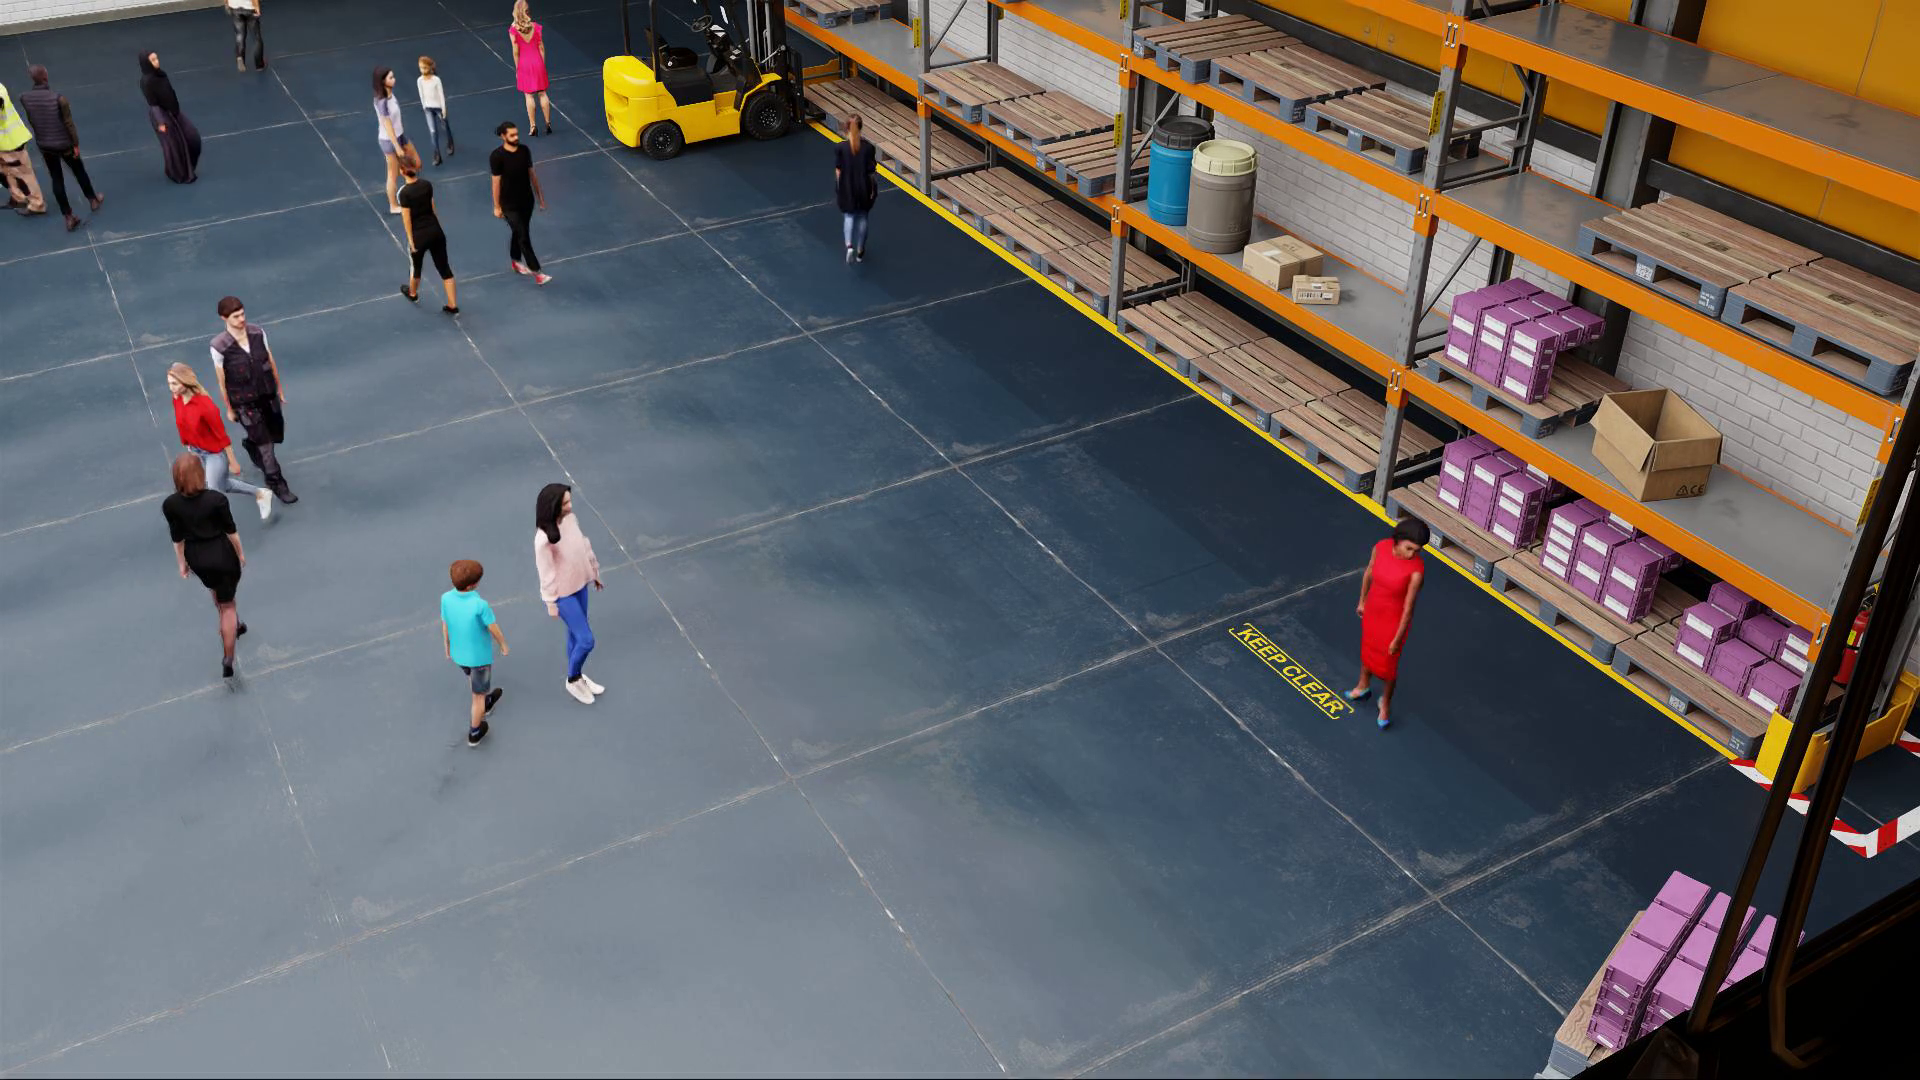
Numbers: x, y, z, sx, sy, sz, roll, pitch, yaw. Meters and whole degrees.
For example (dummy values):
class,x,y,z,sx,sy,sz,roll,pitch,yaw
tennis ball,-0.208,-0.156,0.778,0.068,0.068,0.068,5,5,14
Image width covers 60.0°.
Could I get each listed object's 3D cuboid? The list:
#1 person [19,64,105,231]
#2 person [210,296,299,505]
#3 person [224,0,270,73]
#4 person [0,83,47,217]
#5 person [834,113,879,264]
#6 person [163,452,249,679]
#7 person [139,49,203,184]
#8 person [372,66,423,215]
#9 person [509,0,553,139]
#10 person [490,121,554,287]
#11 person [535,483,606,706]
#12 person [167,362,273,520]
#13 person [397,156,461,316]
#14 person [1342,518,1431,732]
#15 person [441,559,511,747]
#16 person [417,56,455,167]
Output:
class,x,y,z,sx,sy,sz,roll,pitch,yaw
person,-10.158,-4.365,18.628,0.974,1.799,1.159,-3,34,-4
person,-5.930,-1.197,13.839,1.142,1.825,0.922,22,40,30
person,-10.040,-7.388,23.186,0.887,1.787,1.031,-1,34,-2
person,-10.761,-4.571,18.916,0.738,1.824,0.724,-16,37,-23
person,-1.112,-3.704,17.750,0.877,1.671,0.994,1,34,2
person,-5.342,0.218,11.854,0.840,1.665,1.111,-6,34,-9
person,-9.536,-5.064,19.853,0.866,1.607,0.807,7,34,11
person,-6.547,-4.548,18.973,0.779,1.721,0.709,1,34,1
person,-5.454,-6.003,21.155,0.578,1.729,0.552,-15,36,-21
person,-4.716,-3.561,17.489,1.168,1.721,0.924,23,40,31
person,-2.791,0.352,11.566,0.811,1.761,0.762,11,35,16
person,-5.883,-0.695,13.209,1.069,1.685,1.015,15,37,22
person,-5.346,-3.037,16.780,1.111,1.633,0.796,28,42,35
person,2.888,0.504,11.370,0.777,1.725,0.475,-13,36,-19
person,-3.331,0.788,11.215,0.815,1.423,0.864,9,35,13
person,-6.438,-5.326,20.530,0.785,1.295,0.957,1,34,2
